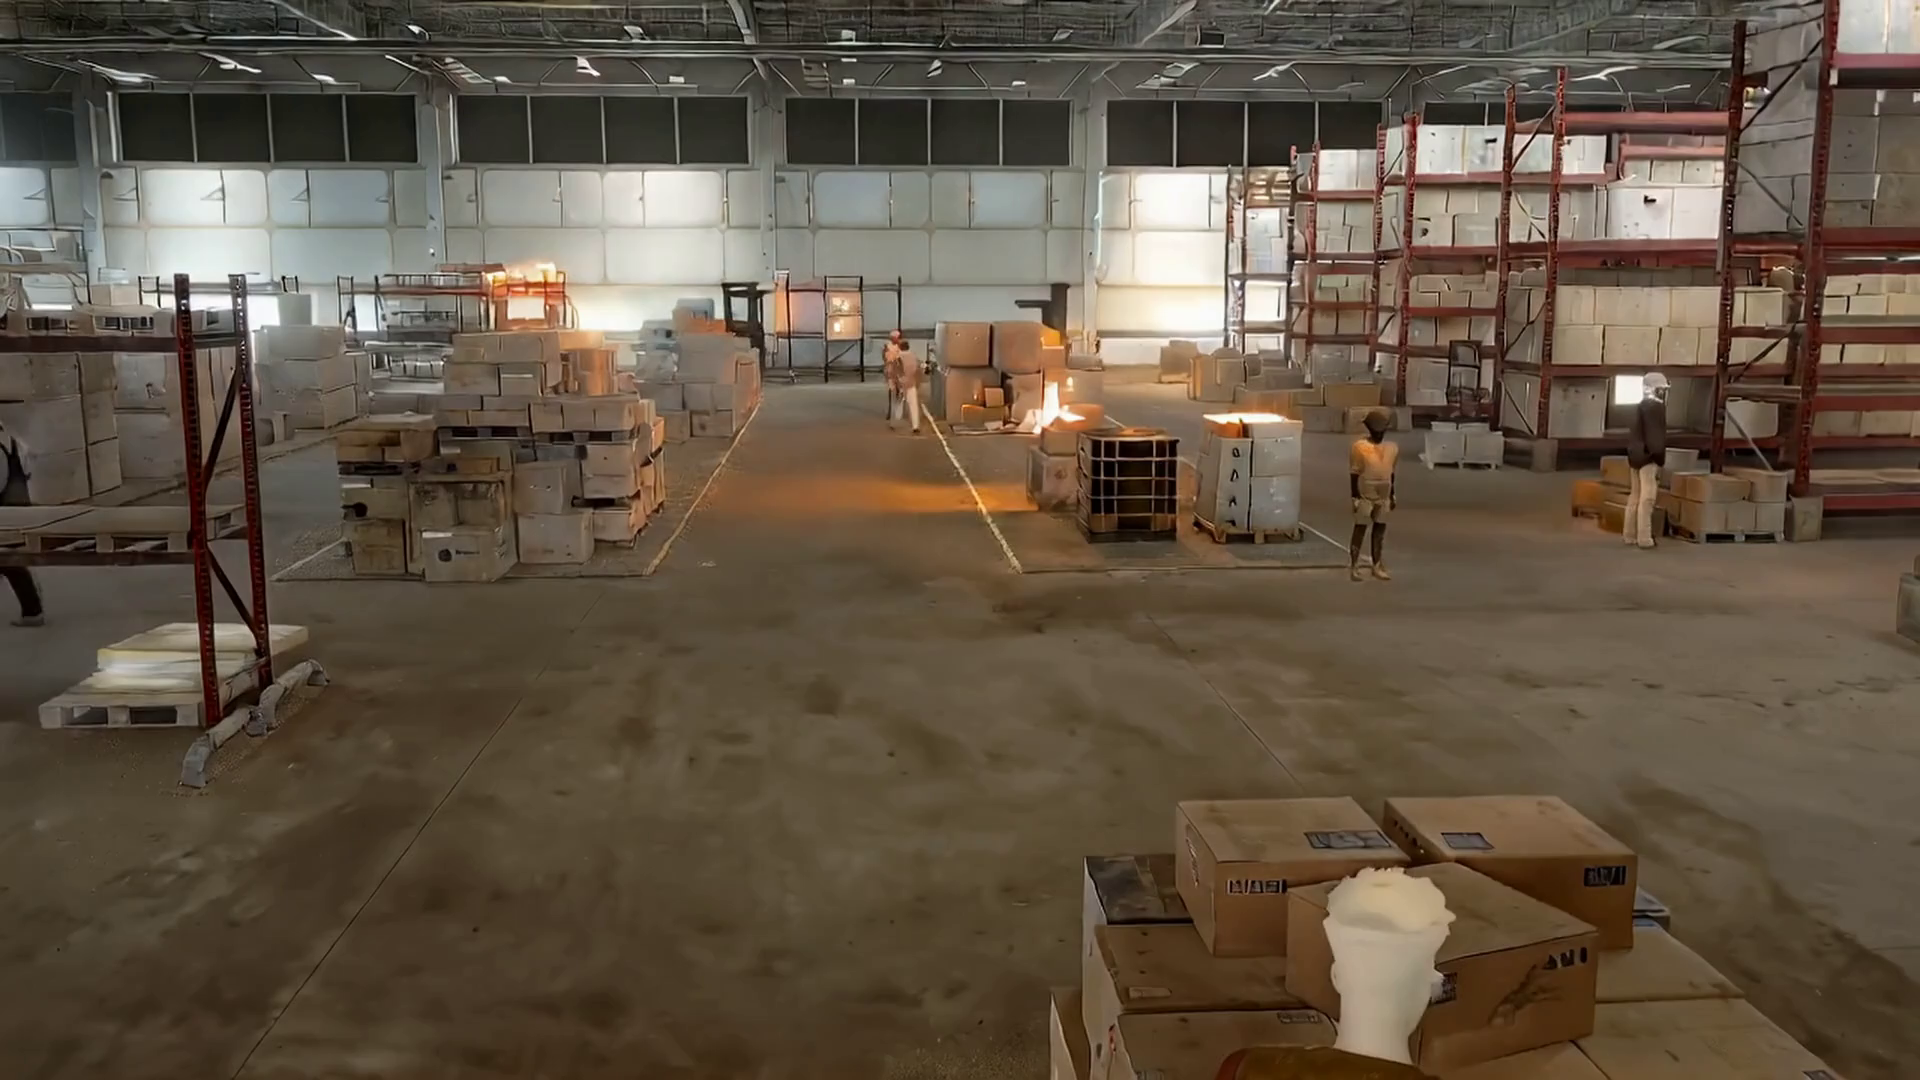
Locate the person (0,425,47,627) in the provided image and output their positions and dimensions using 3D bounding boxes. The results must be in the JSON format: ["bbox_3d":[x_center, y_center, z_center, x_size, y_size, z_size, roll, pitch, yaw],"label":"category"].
[{"bbox_3d":[-8.377,-0.264,14.318,1.028,2.000,0.700,0,9,1],"label":"person"}]

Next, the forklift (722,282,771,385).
[{"bbox_3d":[-6.037,-5.693,45.780,1.129,2.768,1.873,-4,10,-24],"label":"forklift"}]

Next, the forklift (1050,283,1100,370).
[{"bbox_3d":[2.372,-4.740,39.792,1.873,2.768,1.129,-1,9,-4],"label":"forklift"}]

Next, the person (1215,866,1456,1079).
[{"bbox_3d":[0.755,1.564,3.097,0.601,1.958,0.380,5,11,31],"label":"person"}]

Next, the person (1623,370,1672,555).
[{"bbox_3d":[7.489,-0.846,18.111,0.393,1.995,0.612,-1,9,-6],"label":"person"}]

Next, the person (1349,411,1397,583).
[{"bbox_3d":[4.072,-0.425,16.405,0.539,1.696,0.317,-3,10,-21],"label":"person"}]

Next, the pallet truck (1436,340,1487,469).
[{"bbox_3d":[8.004,-2.170,26.422,0.823,1.965,1.885,2,9,14],"label":"pallet truck"}]

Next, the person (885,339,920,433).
[{"bbox_3d":[-1.086,-2.960,32.002,0.637,1.797,0.931,-6,11,-33],"label":"person"}]

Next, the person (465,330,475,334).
[{"bbox_3d":[-9.872,-3.282,33.684,0.632,1.916,0.742,2,9,9],"label":"person"}]

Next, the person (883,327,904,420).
[{"bbox_3d":[-1.357,-3.484,34.862,0.550,1.933,0.373,2,9,14],"label":"person"}]
